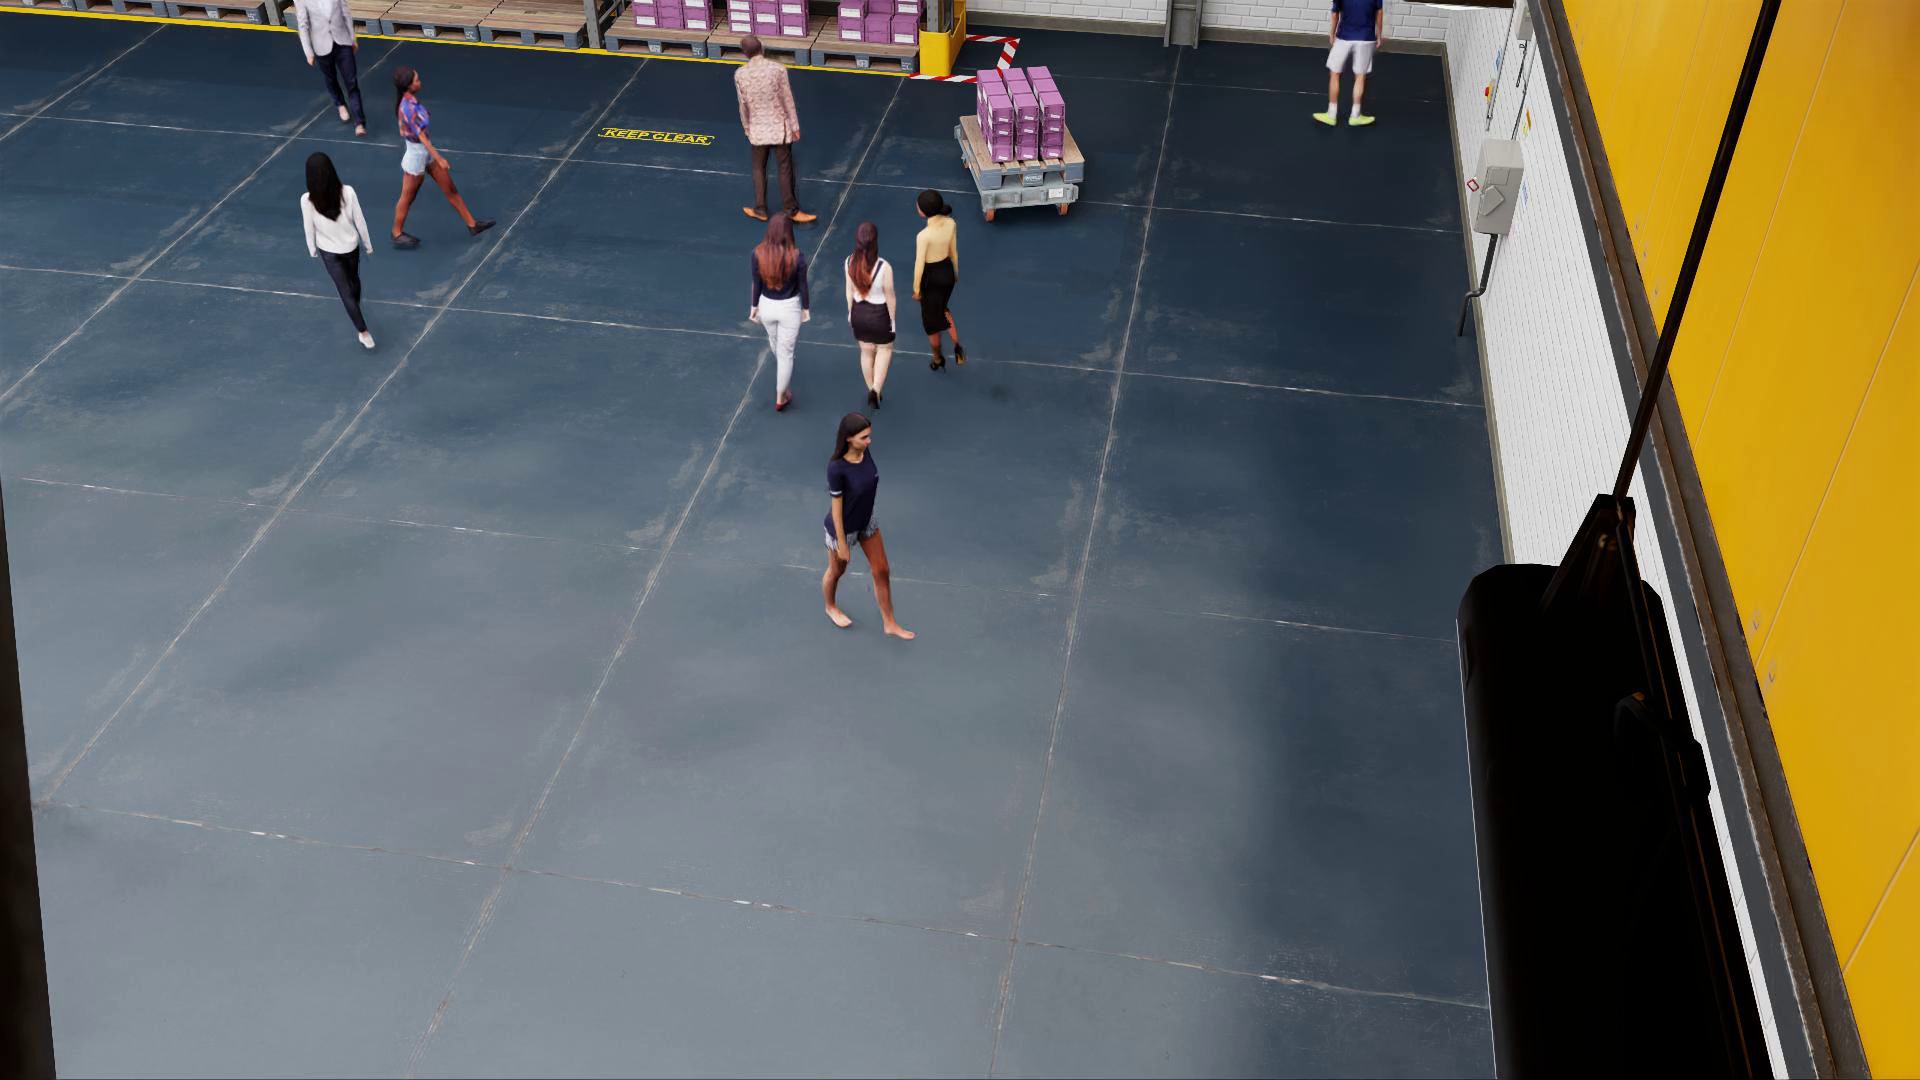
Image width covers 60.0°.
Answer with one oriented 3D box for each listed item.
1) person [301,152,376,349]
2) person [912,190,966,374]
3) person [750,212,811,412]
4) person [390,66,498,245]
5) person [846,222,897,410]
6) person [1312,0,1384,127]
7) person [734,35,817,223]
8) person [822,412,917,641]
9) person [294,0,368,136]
[{"bbox_3d":[-5.126,-2.366,13.799,1.090,1.652,1.134,-22,44,-25],"label":"person"},{"bbox_3d":[-0.131,-2.036,13.396,0.801,1.640,0.866,-32,48,-33],"label":"person"},{"bbox_3d":[-1.438,-1.768,13.123,0.926,1.562,0.670,7,39,8],"label":"person"},{"bbox_3d":[-4.992,-3.415,15.090,1.263,1.680,0.839,-5,39,-6],"label":"person"},{"bbox_3d":[-0.714,-1.670,12.940,0.608,1.637,0.611,7,39,9],"label":"person"},{"bbox_3d":[4.132,-5.151,17.169,0.461,1.798,0.875,16,41,19],"label":"person"},{"bbox_3d":[-1.723,-3.789,15.484,0.538,1.774,0.956,17,42,20],"label":"person"},{"bbox_3d":[-0.784,-0.122,10.923,1.057,1.735,0.889,26,46,29],"label":"person"},{"bbox_3d":[-6.481,-5.110,17.116,1.252,1.800,1.200,-16,41,-19],"label":"person"}]
